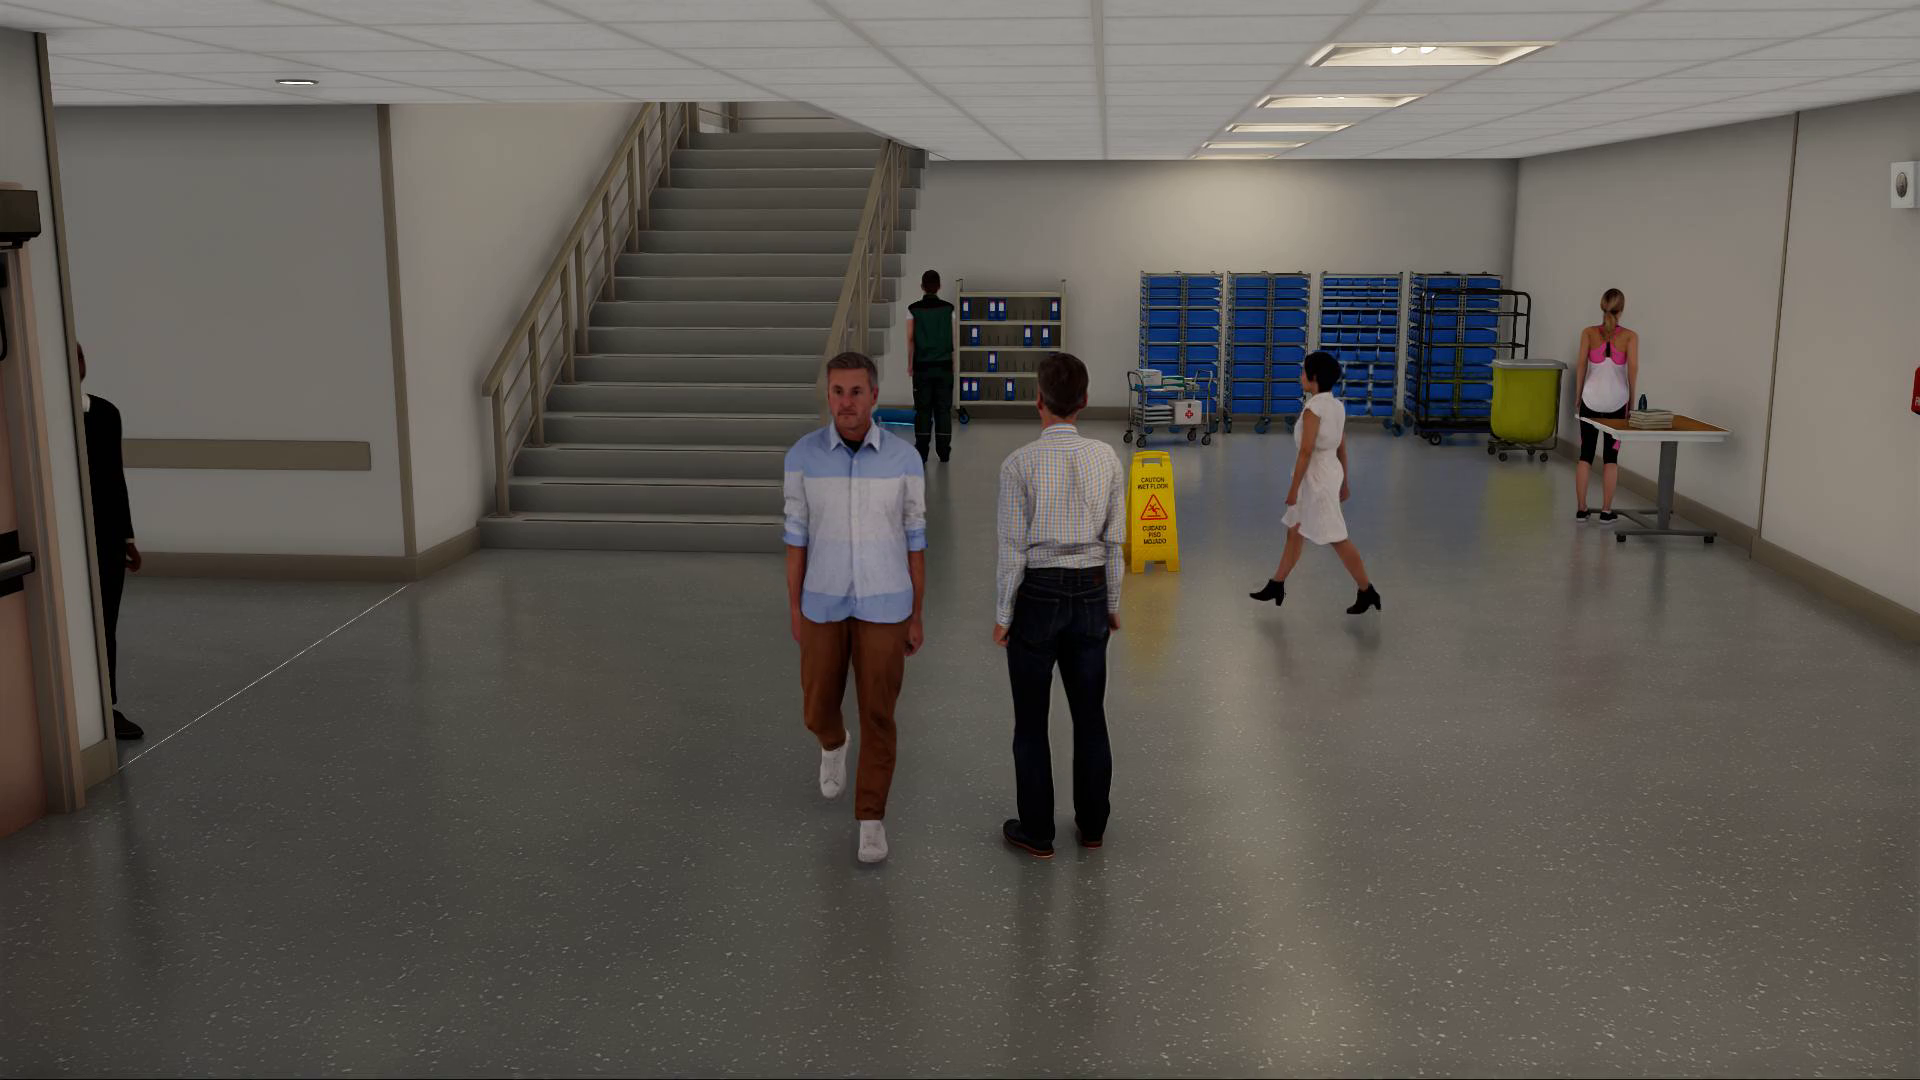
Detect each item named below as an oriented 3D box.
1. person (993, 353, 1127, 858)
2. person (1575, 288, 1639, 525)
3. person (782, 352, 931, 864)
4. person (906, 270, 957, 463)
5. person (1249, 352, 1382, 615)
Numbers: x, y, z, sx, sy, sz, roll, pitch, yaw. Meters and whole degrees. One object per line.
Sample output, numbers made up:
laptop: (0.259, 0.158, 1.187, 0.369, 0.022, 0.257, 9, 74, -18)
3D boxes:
person: (0.353, 0.228, 6.026, 0.734, 1.819, 0.705, -4, 11, -19)
person: (4.917, -1.024, 12.715, 0.669, 1.785, 0.663, 6, 12, 30)
person: (-0.382, 0.222, 6.088, 0.746, 1.809, 0.958, 0, 11, -2)
person: (-0.262, -1.683, 16.039, 0.657, 1.842, 0.610, -1, 11, -3)
person: (2.141, -0.278, 9.532, 0.908, 1.507, 1.034, 7, 13, 31)
